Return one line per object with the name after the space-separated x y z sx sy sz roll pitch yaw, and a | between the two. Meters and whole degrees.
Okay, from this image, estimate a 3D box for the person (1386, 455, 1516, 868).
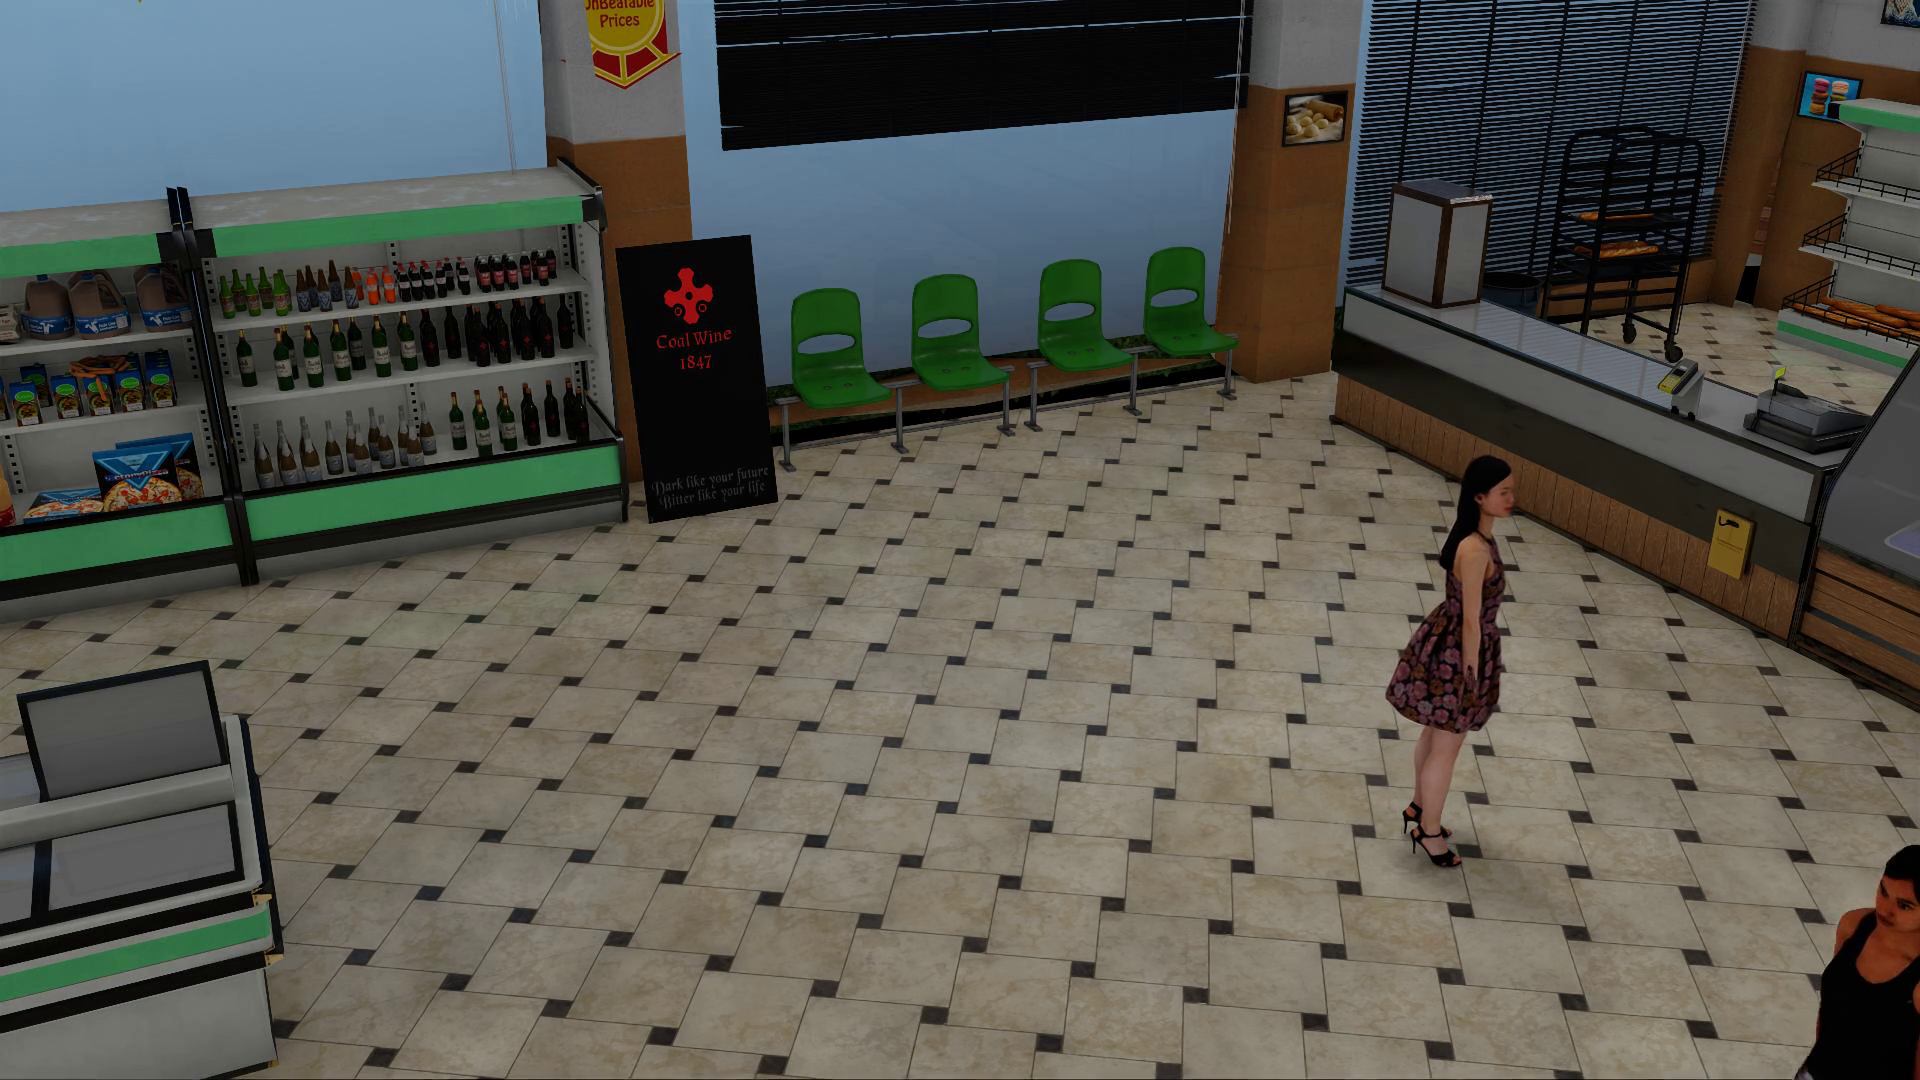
2.040 0.499 6.773 0.852 1.773 0.805 4 24 10 | person
